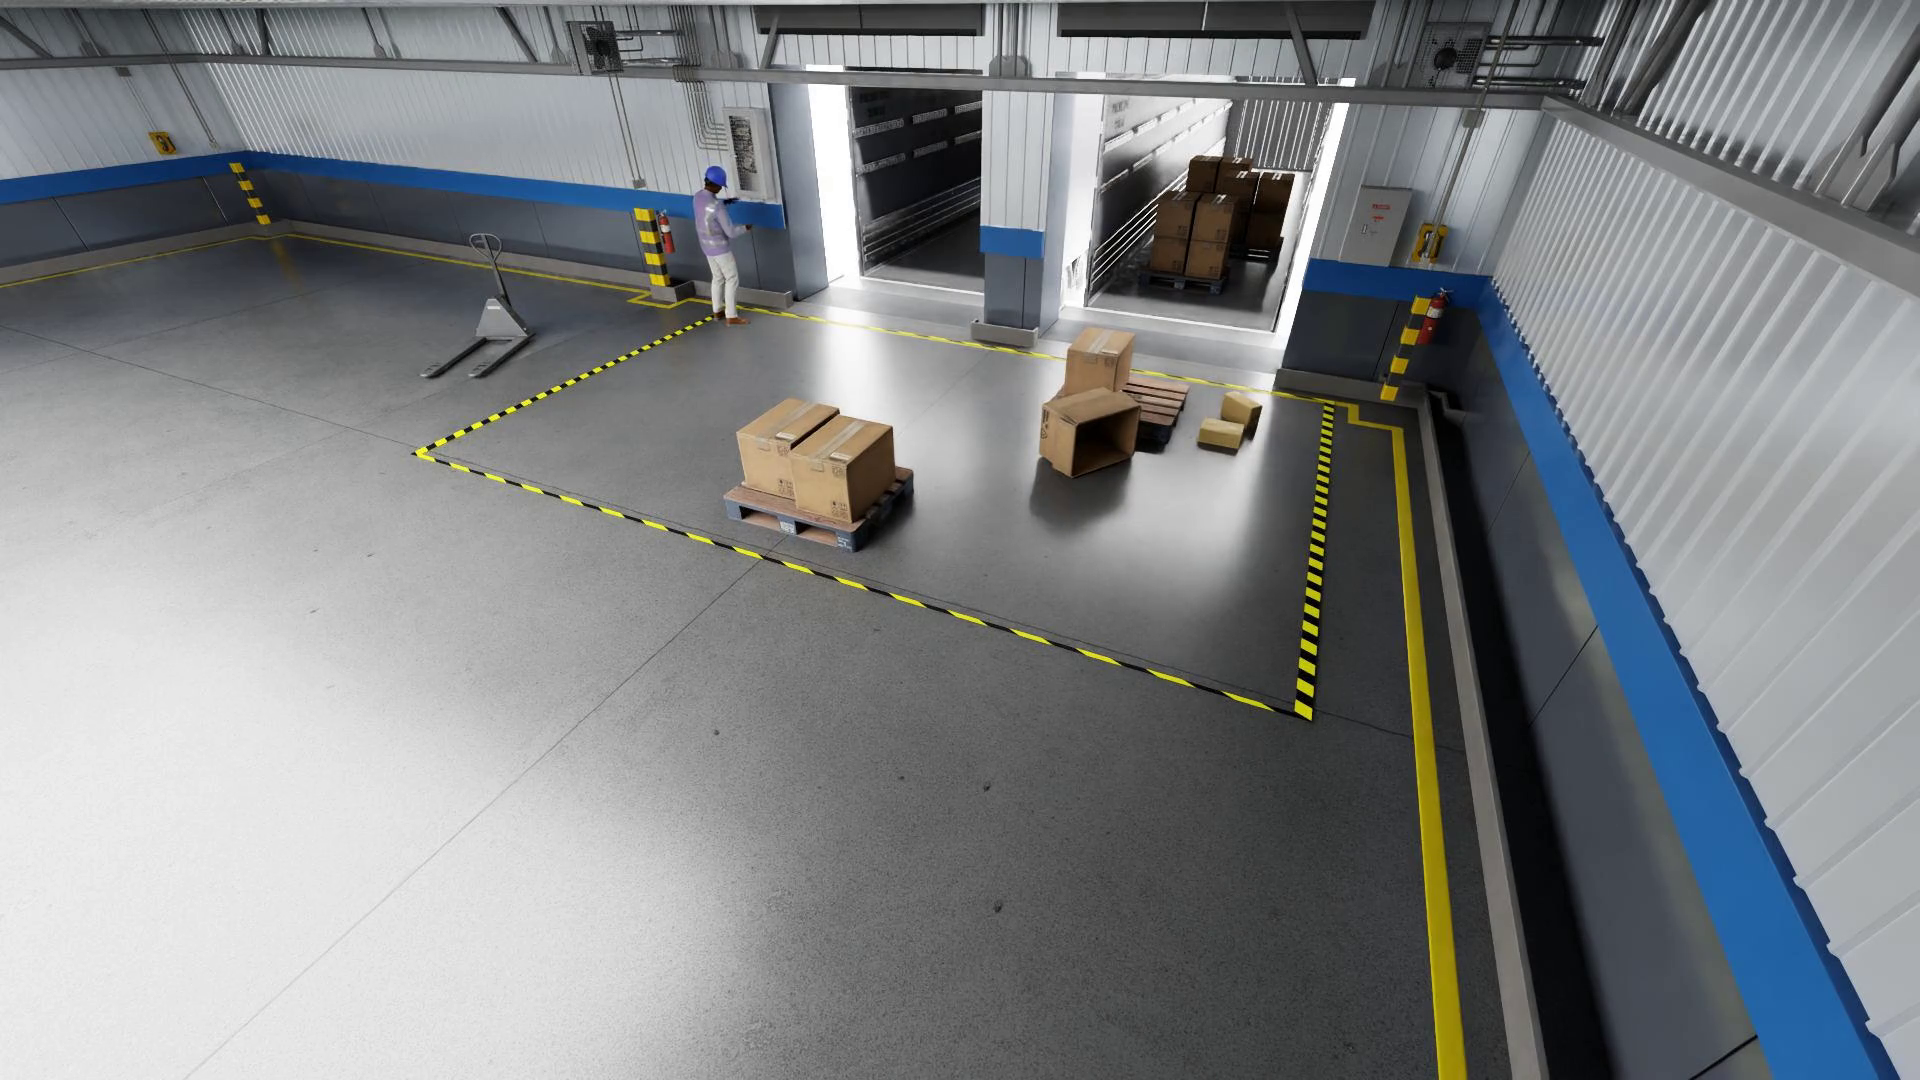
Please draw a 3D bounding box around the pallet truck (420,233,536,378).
[{"bbox_3d":[-5.664,-2.712,8.427,0.680,1.201,1.601,0,35,-1],"label":"pallet truck"}]

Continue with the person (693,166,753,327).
[{"bbox_3d":[-2.984,-3.727,9.304,0.792,1.878,0.679,29,45,34],"label":"person"}]
